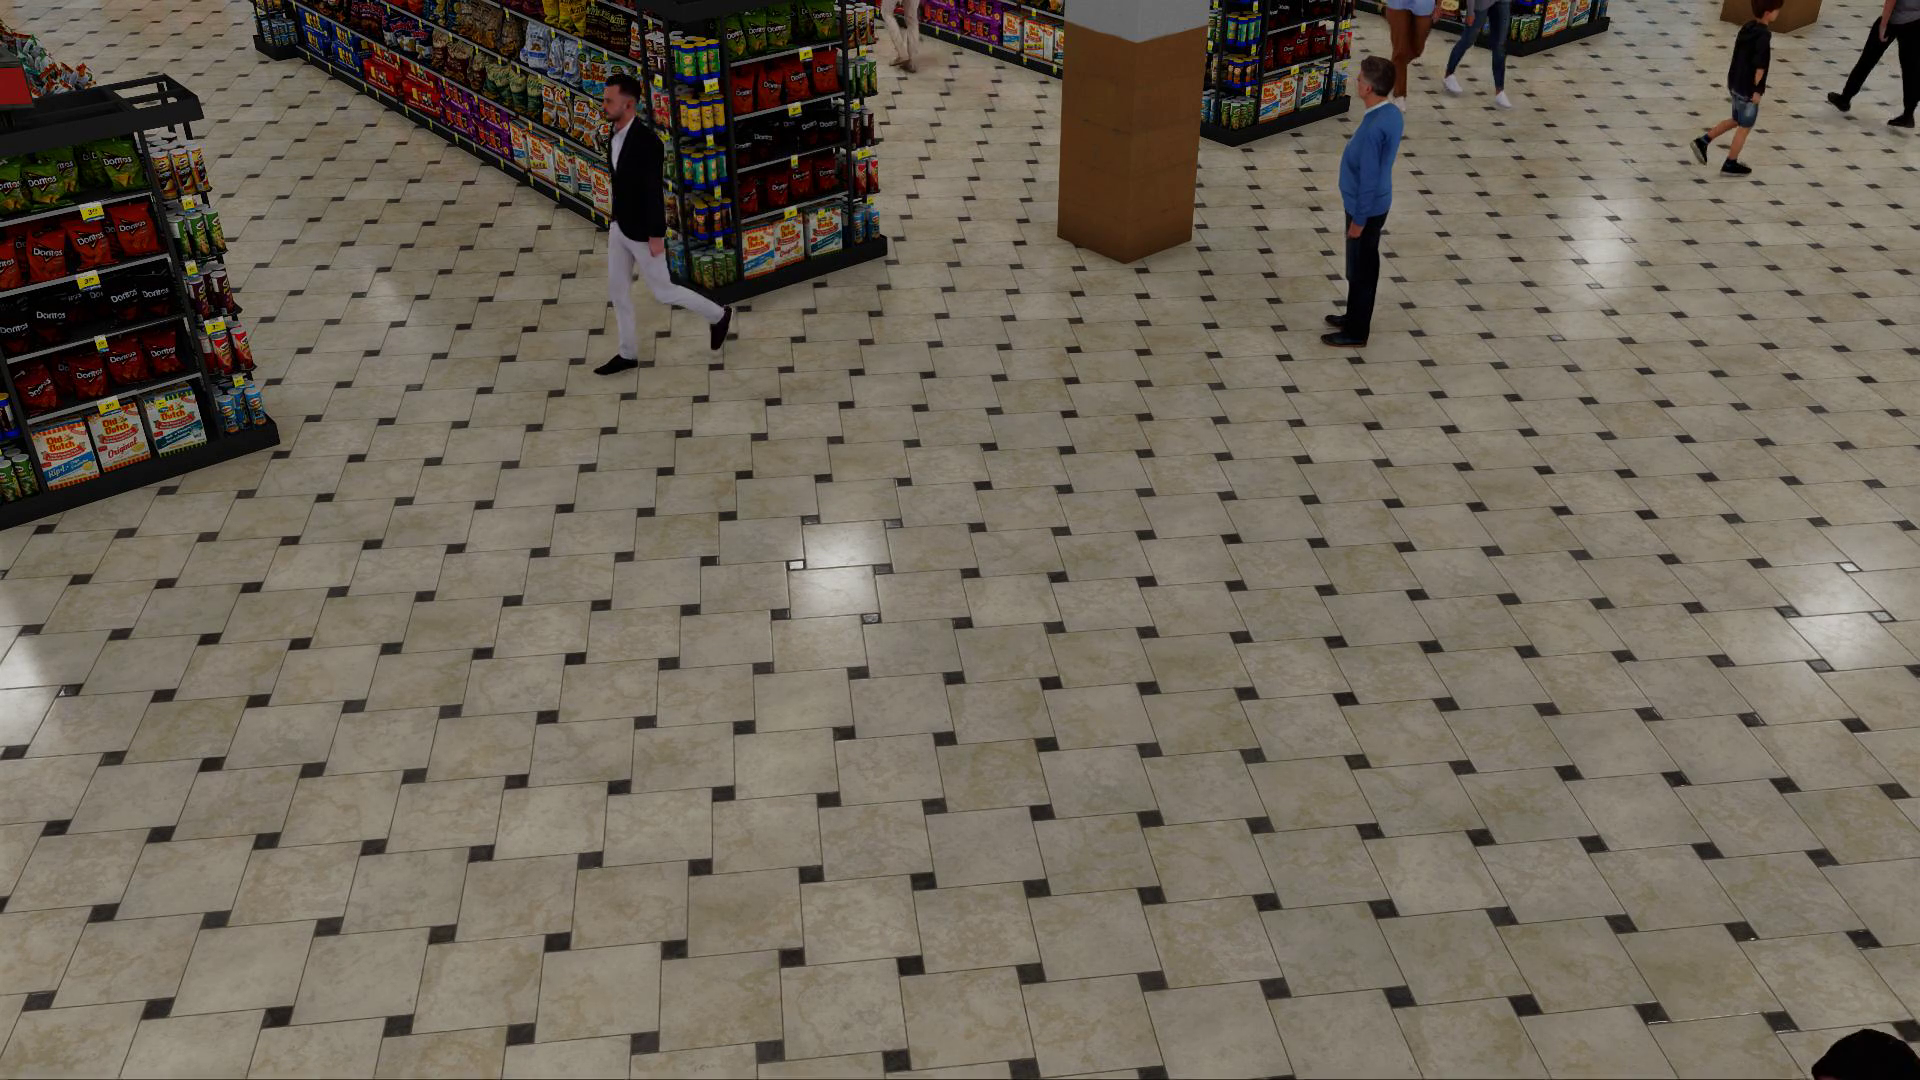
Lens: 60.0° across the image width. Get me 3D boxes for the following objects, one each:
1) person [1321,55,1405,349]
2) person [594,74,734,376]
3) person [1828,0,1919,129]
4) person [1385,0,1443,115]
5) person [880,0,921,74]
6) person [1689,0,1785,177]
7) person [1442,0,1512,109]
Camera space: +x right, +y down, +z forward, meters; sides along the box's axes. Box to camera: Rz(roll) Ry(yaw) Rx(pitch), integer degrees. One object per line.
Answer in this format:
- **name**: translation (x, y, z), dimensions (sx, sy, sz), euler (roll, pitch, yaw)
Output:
- **person**: translation (2.512, -2.070, 10.229), dimensions (0.732, 1.813, 0.736), euler (12, 34, 18)
- **person**: translation (-1.809, -1.863, 9.896), dimensions (0.790, 1.813, 1.087), euler (-20, 37, -29)
- **person**: translation (7.932, -4.297, 13.901), dimensions (1.028, 1.715, 1.228), euler (-4, 32, -6)
- **person**: translation (3.891, -4.665, 14.414), dimensions (1.092, 1.797, 1.178), euler (1, 32, 1)
- **person**: translation (-0.457, -5.156, 15.282), dimensions (0.609, 1.715, 0.583), euler (-21, 38, -30)
- **person**: translation (6.069, -3.537, 12.945), dimensions (0.824, 1.435, 0.773), euler (1, 32, 2)
- **person**: translation (4.552, -4.696, 14.566), dimensions (0.897, 1.690, 1.141), euler (-13, 34, -19)
